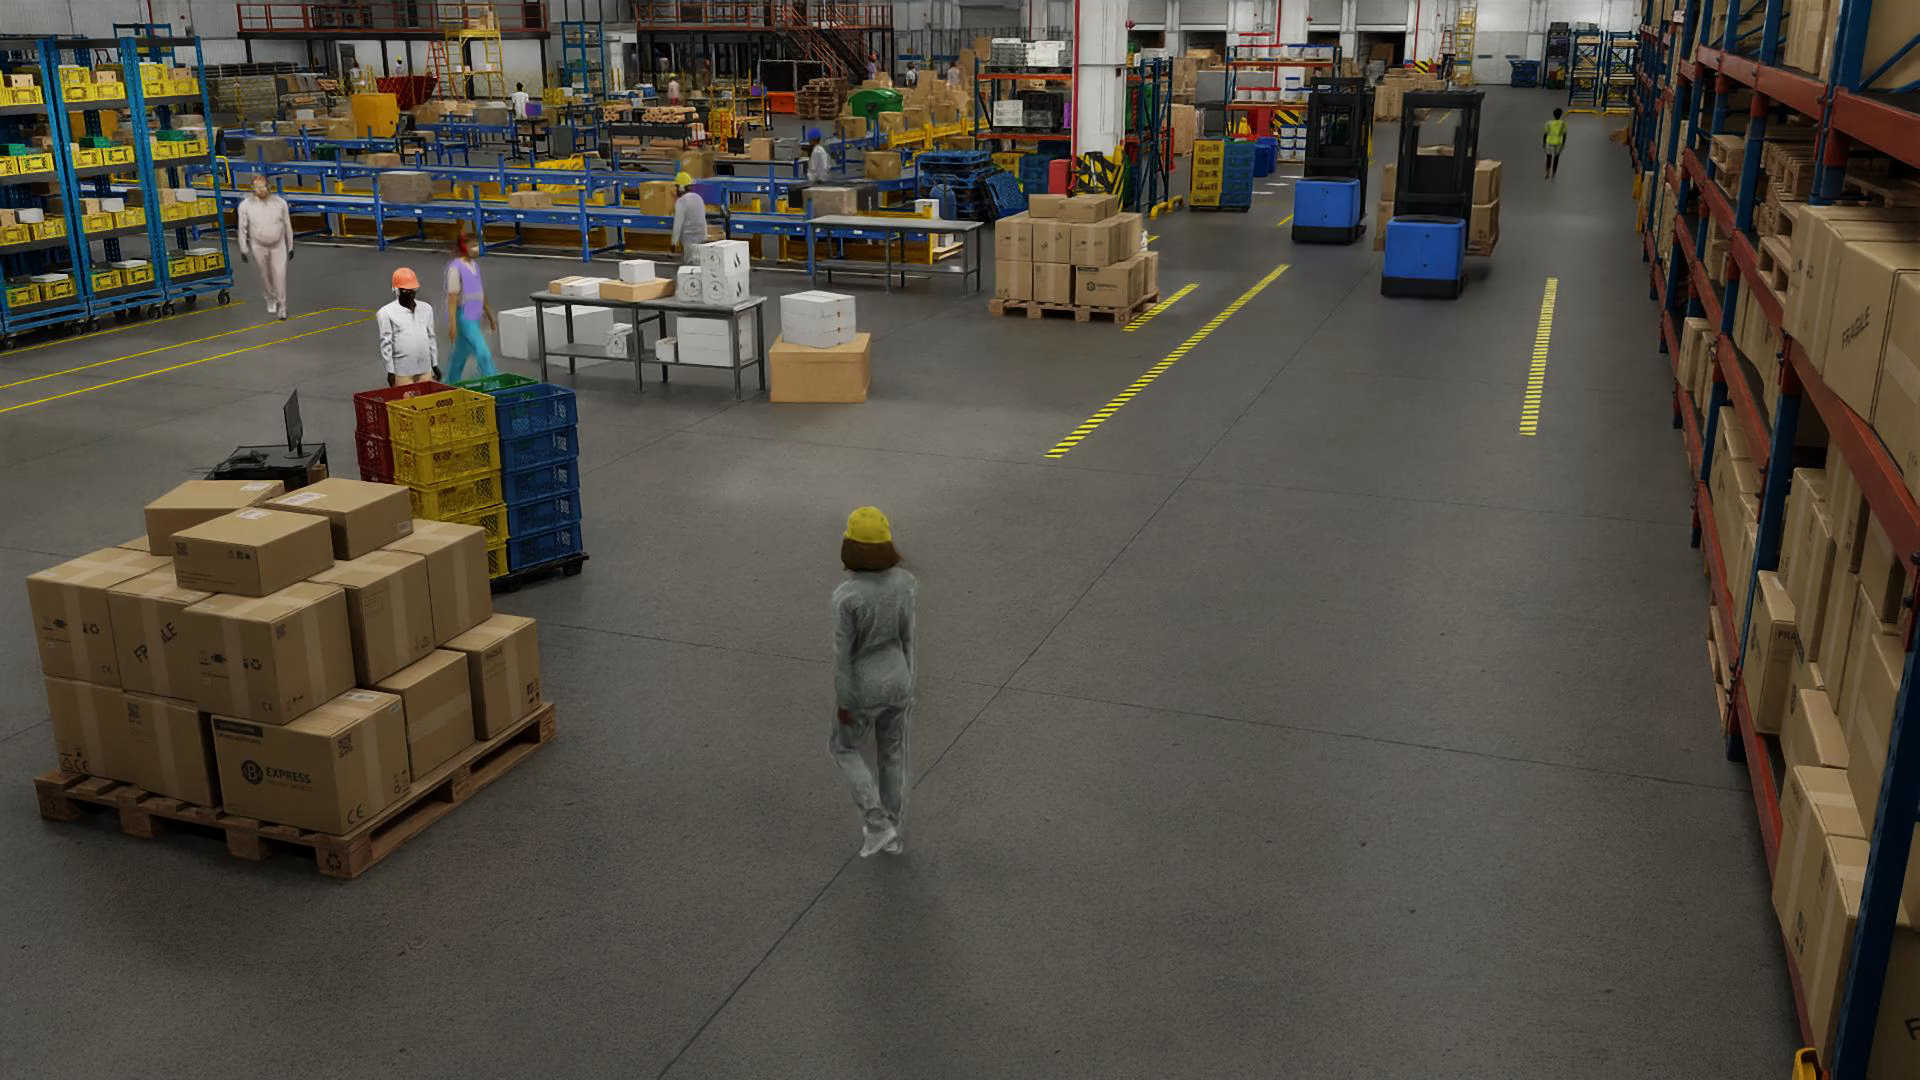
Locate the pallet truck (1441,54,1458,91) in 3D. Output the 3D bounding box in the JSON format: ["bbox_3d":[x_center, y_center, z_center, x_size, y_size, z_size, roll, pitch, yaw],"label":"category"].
[{"bbox_3d":[22.765,-21.886,78.355,0.823,1.965,1.885,-4,18,-14],"label":"pallet truck"}]

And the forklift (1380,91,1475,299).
[{"bbox_3d":[6.753,-4.975,23.789,1.129,2.768,1.873,6,19,19],"label":"forklift"}]

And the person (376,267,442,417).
[{"bbox_3d":[-4.902,-1.564,14.897,0.326,1.752,0.561,13,22,35],"label":"person"}]

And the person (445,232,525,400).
[{"bbox_3d":[-4.905,-2.227,16.914,0.970,1.787,0.594,1,18,2],"label":"person"}]

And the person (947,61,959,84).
[{"bbox_3d":[-0.316,-18.767,68.673,0.448,1.922,0.658,16,24,42],"label":"person"}]

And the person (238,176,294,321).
[{"bbox_3d":[-9.188,-3.887,22.043,0.662,1.861,1.005,-7,19,-21],"label":"person"}]

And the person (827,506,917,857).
[{"bbox_3d":[-0.400,0.688,7.861,0.484,1.735,0.400,-13,22,-34],"label":"person"}]

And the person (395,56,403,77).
[{"bbox_3d":[-25.608,-21.139,76.122,0.366,1.926,0.594,-7,19,-21],"label":"person"}]

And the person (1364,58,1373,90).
[{"bbox_3d":[19.246,-21.829,78.482,1.038,1.808,0.504,-8,19,-23],"label":"person"}]

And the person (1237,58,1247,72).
[{"bbox_3d":[14.804,-24.641,87.265,0.634,1.841,0.429,-10,20,-28],"label":"person"}]

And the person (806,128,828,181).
[{"bbox_3d":[-2.586,-6.551,30.358,1.034,1.898,0.614,2,18,7],"label":"person"}]

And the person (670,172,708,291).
[{"bbox_3d":[-3.826,-4.196,23.115,0.929,1.779,0.617,6,19,18],"label":"person"}]

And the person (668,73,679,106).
[{"bbox_3d":[-10.409,-16.167,60.795,0.687,1.751,0.533,11,21,31],"label":"person"}]

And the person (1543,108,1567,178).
[{"bbox_3d":[14.459,-9.654,40.467,0.533,1.662,0.824,7,19,20],"label":"person"}]

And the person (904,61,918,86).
[{"bbox_3d":[-1.959,-17.817,65.499,0.537,2.000,0.674,7,19,20],"label":"person"}]

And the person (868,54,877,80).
[{"bbox_3d":[-3.933,-20.947,75.342,0.395,2.039,0.606,5,18,15],"label":"person"}]

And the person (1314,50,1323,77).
[{"bbox_3d":[18.510,-24.317,85.997,0.376,1.995,0.612,17,24,42],"label":"person"}]

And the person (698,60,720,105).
[{"bbox_3d":[-10.947,-19.850,72.146,1.035,1.879,0.553,2,18,6],"label":"person"}]

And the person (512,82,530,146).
[{"bbox_3d":[-13.191,-12.809,50.045,0.532,1.869,0.311,-2,18,-8],"label":"person"}]

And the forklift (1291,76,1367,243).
[{"bbox_3d":[6.598,-6.755,29.381,1.129,2.768,1.873,6,19,19],"label":"forklift"}]

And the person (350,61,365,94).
[{"bbox_3d":[-25.666,-19.438,70.880,0.575,1.890,0.439,-5,18,-15],"label":"person"}]

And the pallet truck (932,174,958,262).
[{"bbox_3d":[-0.507,-5.292,27.348,0.653,1.274,1.630,6,19,19],"label":"pallet truck"}]
